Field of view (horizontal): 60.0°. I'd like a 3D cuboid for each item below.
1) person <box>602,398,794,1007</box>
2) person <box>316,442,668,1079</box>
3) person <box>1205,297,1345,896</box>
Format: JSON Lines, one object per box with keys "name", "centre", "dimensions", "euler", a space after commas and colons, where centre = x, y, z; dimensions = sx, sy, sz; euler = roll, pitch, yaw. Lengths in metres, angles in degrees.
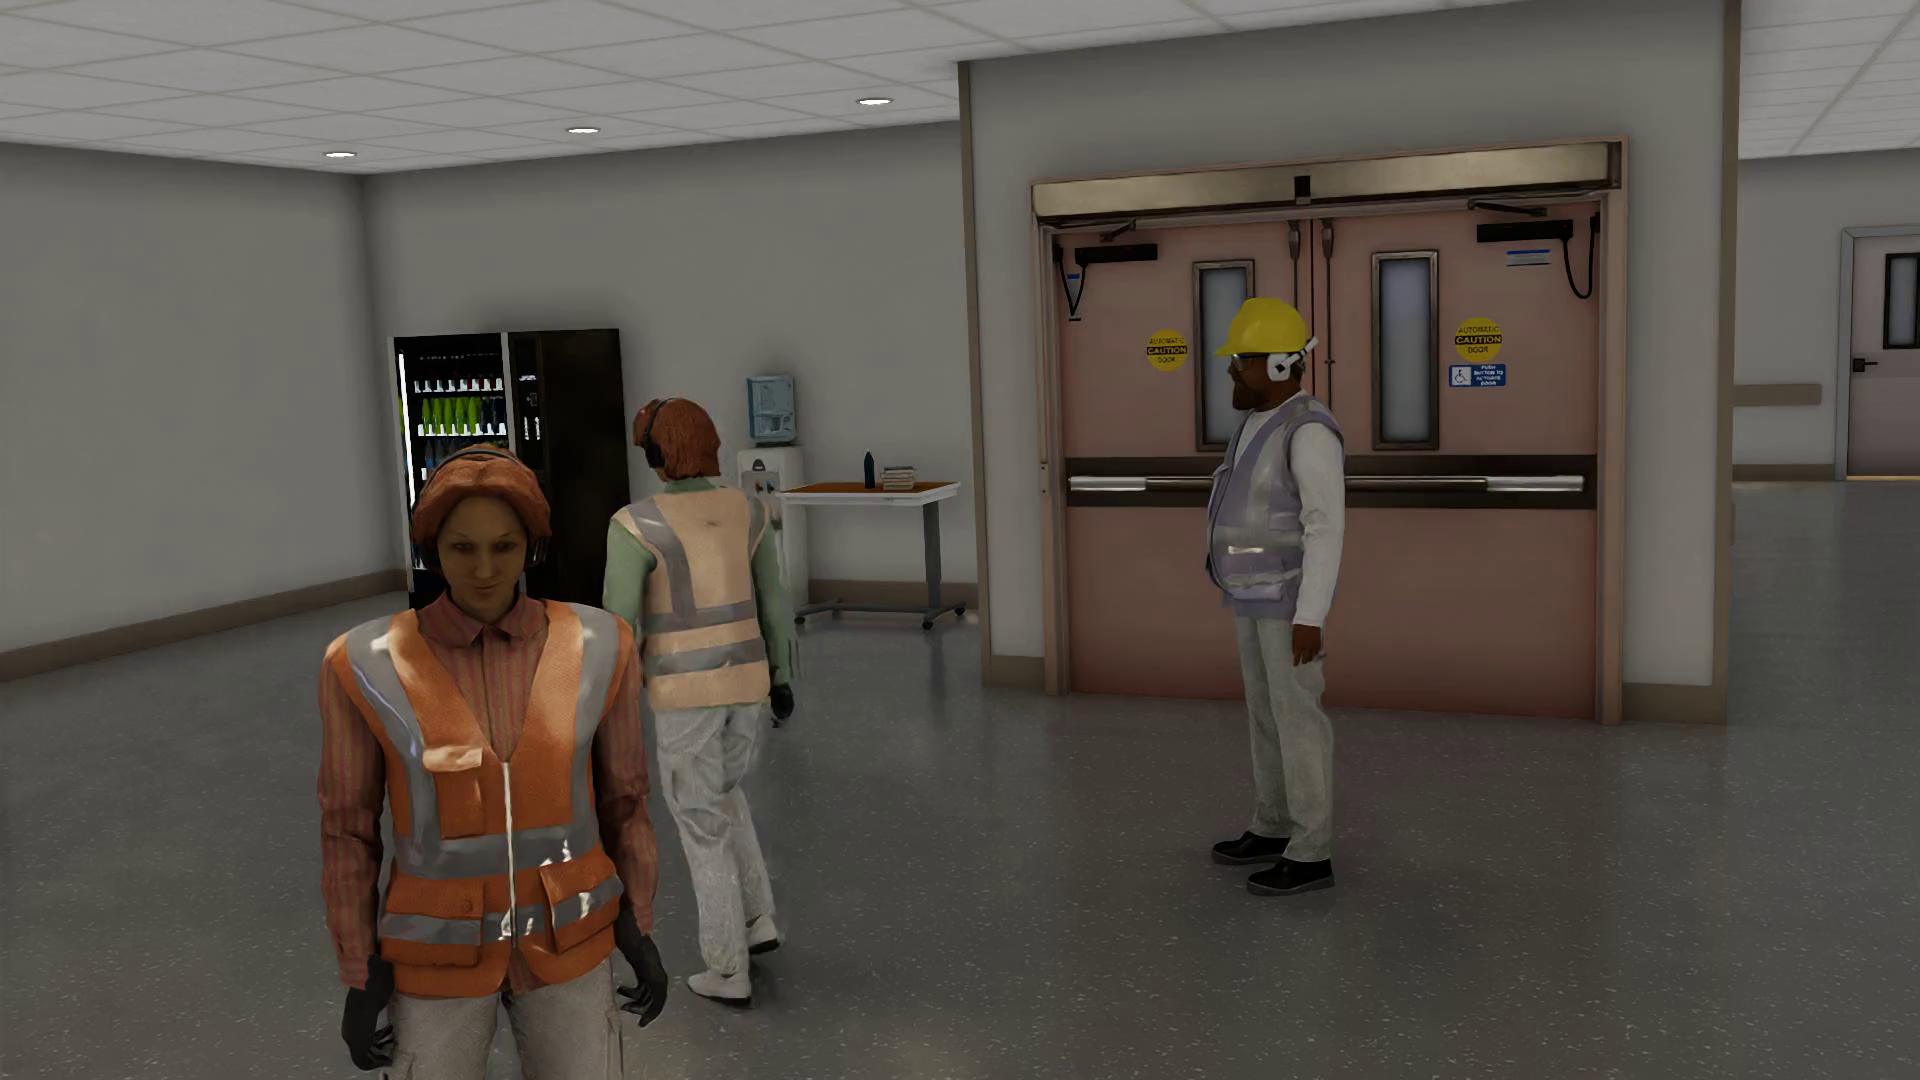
{"name": "person", "centre": [-0.691, 0.430, 4.489], "dimensions": [0.453, 1.622, 0.528], "euler": [4, 10, 42]}
{"name": "person", "centre": [-0.714, 0.667, 2.604], "dimensions": [0.512, 1.639, 0.312], "euler": [-6, 8, -26]}
{"name": "person", "centre": [0.972, 0.170, 5.160], "dimensions": [0.404, 1.831, 0.601], "euler": [-4, 8, -10]}
